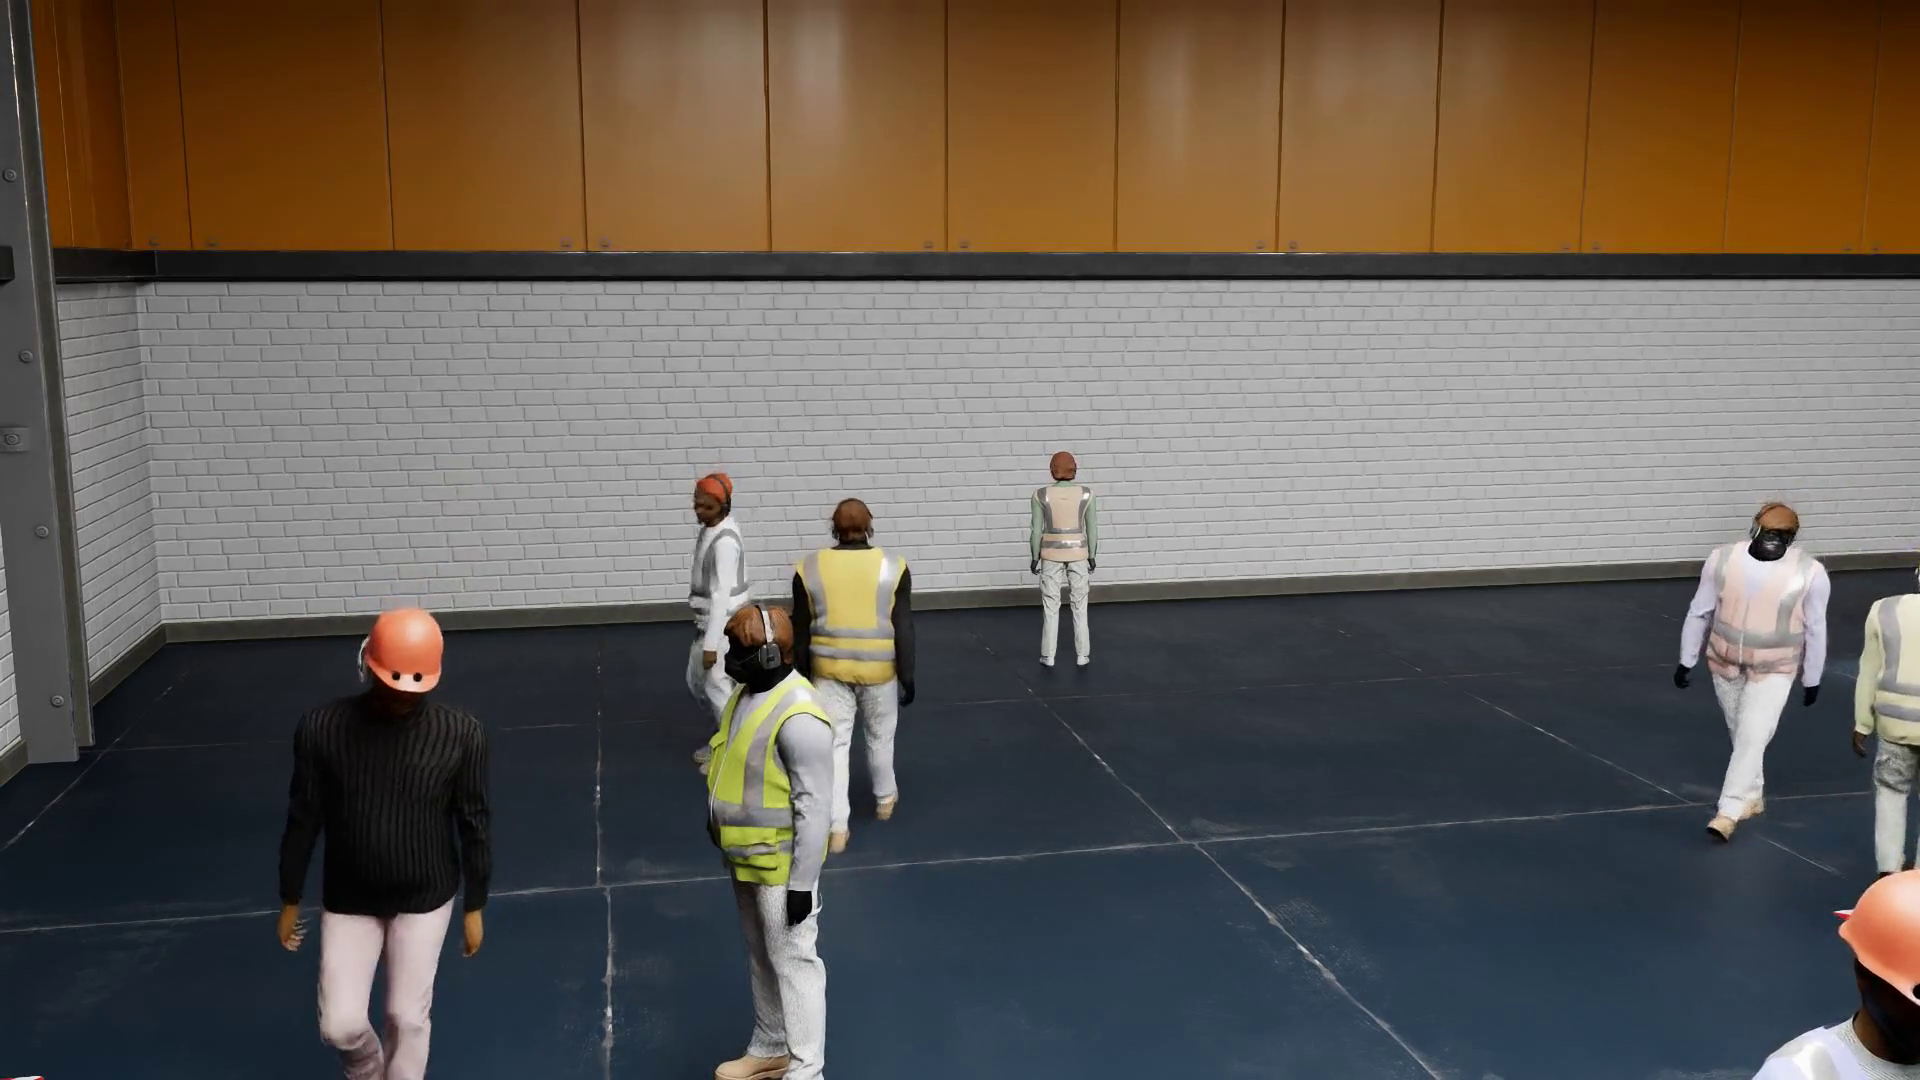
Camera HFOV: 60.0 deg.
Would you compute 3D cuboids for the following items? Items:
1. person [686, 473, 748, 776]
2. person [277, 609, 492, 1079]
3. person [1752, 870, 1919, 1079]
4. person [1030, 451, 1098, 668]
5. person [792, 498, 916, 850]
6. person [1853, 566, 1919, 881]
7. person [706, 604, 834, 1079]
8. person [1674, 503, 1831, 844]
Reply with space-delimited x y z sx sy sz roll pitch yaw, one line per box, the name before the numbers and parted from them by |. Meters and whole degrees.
person | -1.411 0.502 9.746 0.372 1.833 0.671 -3 10 -18
person | -1.857 1.159 5.381 0.689 1.950 0.566 -2 10 -12
person | 1.714 1.538 3.136 0.551 1.928 0.374 -5 10 -26
person | 0.779 0.150 12.482 0.513 1.640 0.309 0 9 -2
person | -0.550 0.666 8.826 0.657 1.807 0.842 0 9 2
person | 4.460 0.855 7.647 0.615 1.814 0.434 6 11 34
person | -0.679 1.130 5.899 0.429 1.841 0.634 -5 11 -28
person | 4.149 0.688 8.771 0.656 1.771 0.974 9 13 44
